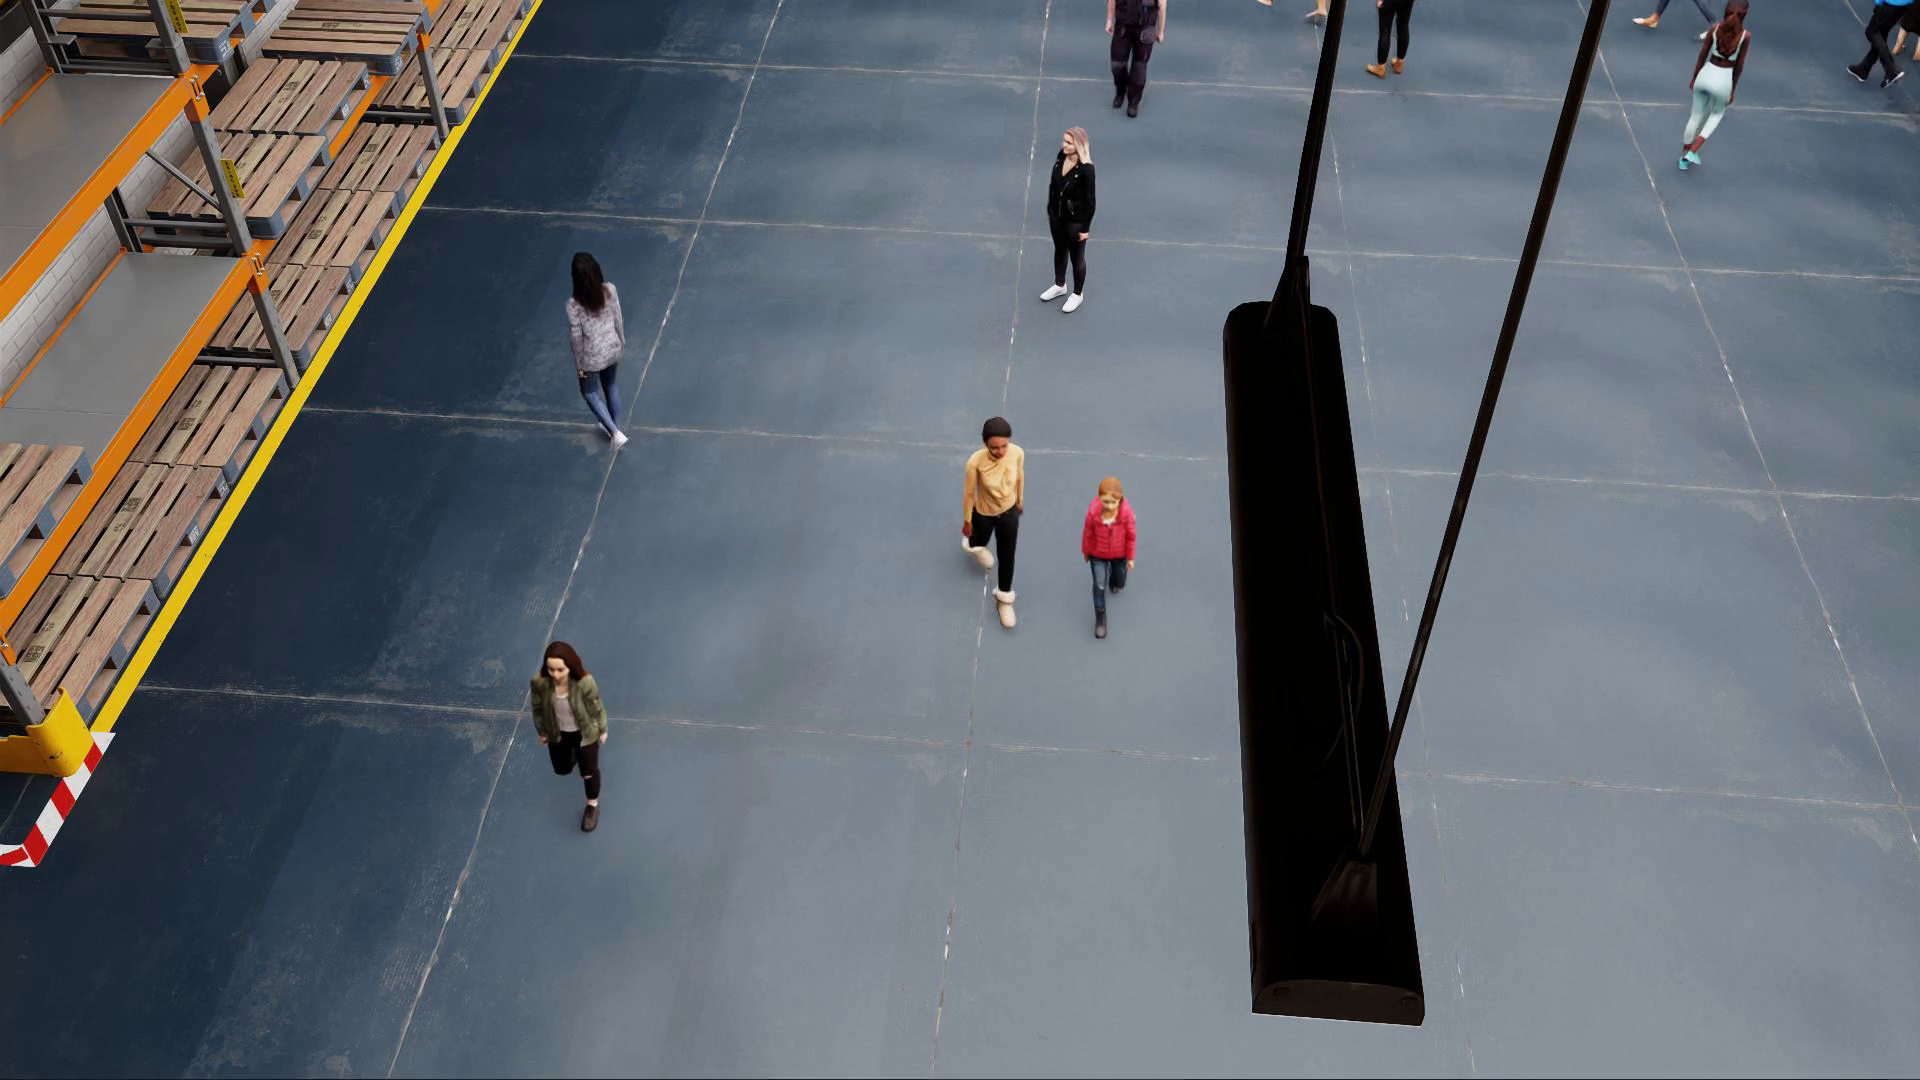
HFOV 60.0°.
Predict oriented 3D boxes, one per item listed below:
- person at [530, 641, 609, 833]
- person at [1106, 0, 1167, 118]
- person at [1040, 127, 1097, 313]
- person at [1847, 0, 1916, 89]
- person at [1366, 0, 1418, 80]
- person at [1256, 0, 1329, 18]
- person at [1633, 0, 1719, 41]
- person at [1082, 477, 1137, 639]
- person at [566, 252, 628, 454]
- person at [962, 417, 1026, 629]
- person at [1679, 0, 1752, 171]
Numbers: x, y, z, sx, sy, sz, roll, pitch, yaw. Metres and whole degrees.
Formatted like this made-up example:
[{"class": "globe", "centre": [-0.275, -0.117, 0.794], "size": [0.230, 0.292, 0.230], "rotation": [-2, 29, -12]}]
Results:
[{"class": "person", "centre": [-2.340, 1.111, 10.107], "size": [0.581, 1.469, 0.768], "rotation": [3, 44, 3]}, {"class": "person", "centre": [1.730, -5.094, 16.351], "size": [0.758, 1.840, 0.654], "rotation": [8, 44, 8]}, {"class": "person", "centre": [0.934, -2.706, 13.956], "size": [0.736, 1.686, 0.692], "rotation": [-34, 53, -30]}, {"class": "person", "centre": [9.433, -5.347, 16.661], "size": [0.841, 1.779, 1.038], "rotation": [-12, 45, -12]}, {"class": "person", "centre": [4.469, -5.562, 16.928], "size": [0.677, 1.722, 0.653], "rotation": [-12, 45, -13]}, {"class": "person", "centre": [3.724, -6.406, 17.838], "size": [1.115, 1.689, 1.155], "rotation": [31, 52, 29]}, {"class": "person", "centre": [7.811, -6.084, 17.466], "size": [0.995, 1.736, 1.185], "rotation": [20, 47, 20]}, {"class": "person", "centre": [1.025, 0.047, 11.342], "size": [0.506, 1.305, 0.756], "rotation": [4, 44, 4]}, {"class": "person", "centre": [-2.671, -1.369, 12.530], "size": [0.864, 1.717, 0.931], "rotation": [-29, 51, -27]}, {"class": "person", "centre": [0.214, -0.241, 11.413], "size": [0.859, 1.625, 1.160], "rotation": [-13, 45, -13]}, {"class": "person", "centre": [7.006, -4.210, 15.515], "size": [0.704, 1.713, 0.750], "rotation": [26, 50, 25]}]
